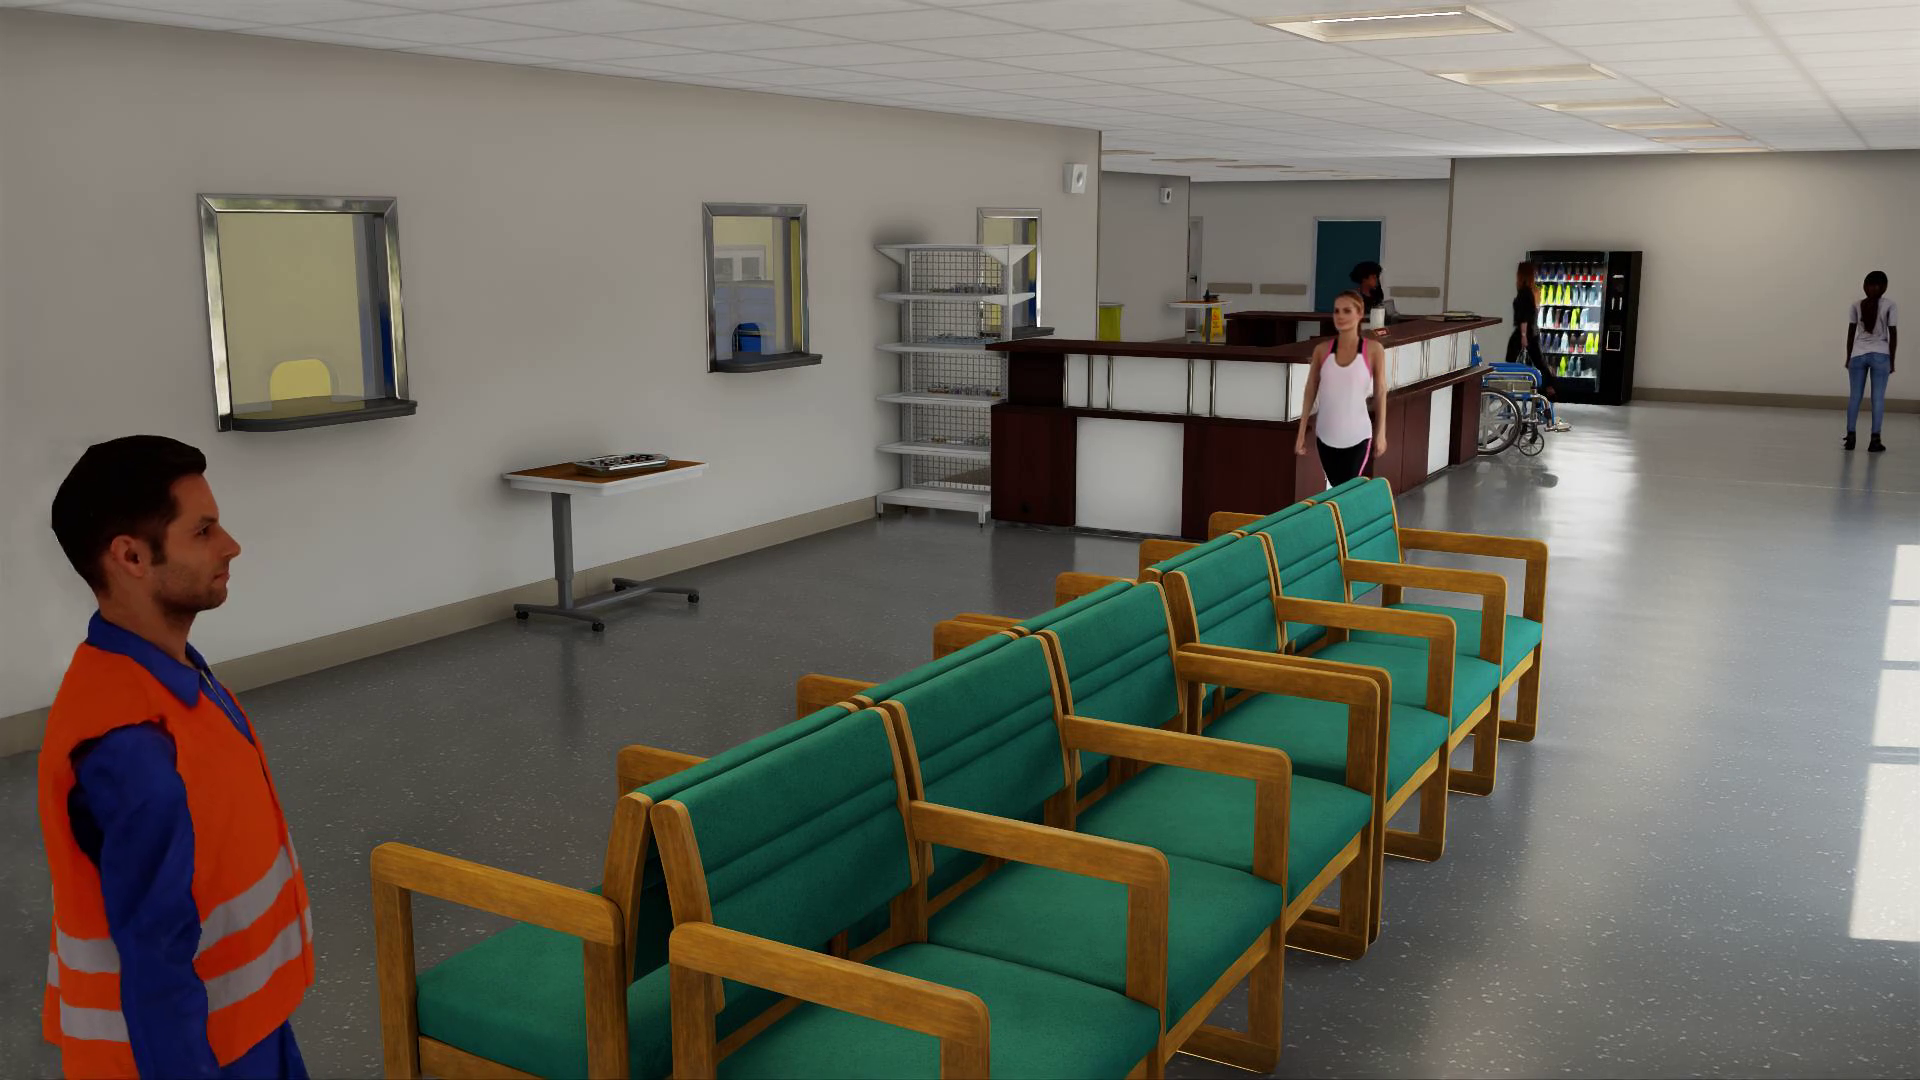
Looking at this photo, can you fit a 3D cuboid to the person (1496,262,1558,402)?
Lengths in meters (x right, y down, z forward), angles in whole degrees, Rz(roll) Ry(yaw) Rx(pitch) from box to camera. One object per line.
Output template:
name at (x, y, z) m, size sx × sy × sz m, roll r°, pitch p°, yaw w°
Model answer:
person at (6.885, -2.444, 19.921) m, size 0.846 × 1.669 × 1.199 m, roll -10°, pitch 14°, yaw -42°

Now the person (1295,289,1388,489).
person at (2.283, -0.550, 9.757) m, size 1.116 × 1.737 × 0.753 m, roll 7°, pitch 13°, yaw 34°

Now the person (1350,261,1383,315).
person at (4.133, -2.020, 17.420) m, size 0.699 × 1.769 × 0.638 m, roll 5°, pitch 12°, yaw 26°

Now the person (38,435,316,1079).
person at (-1.227, 0.782, 2.458) m, size 1.159 × 1.841 × 1.156 m, roll -4°, pitch 12°, yaw -22°

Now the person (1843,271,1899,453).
person at (8.749, -1.723, 15.989) m, size 0.521 × 1.719 × 0.684 m, roll 9°, pitch 14°, yaw 40°
